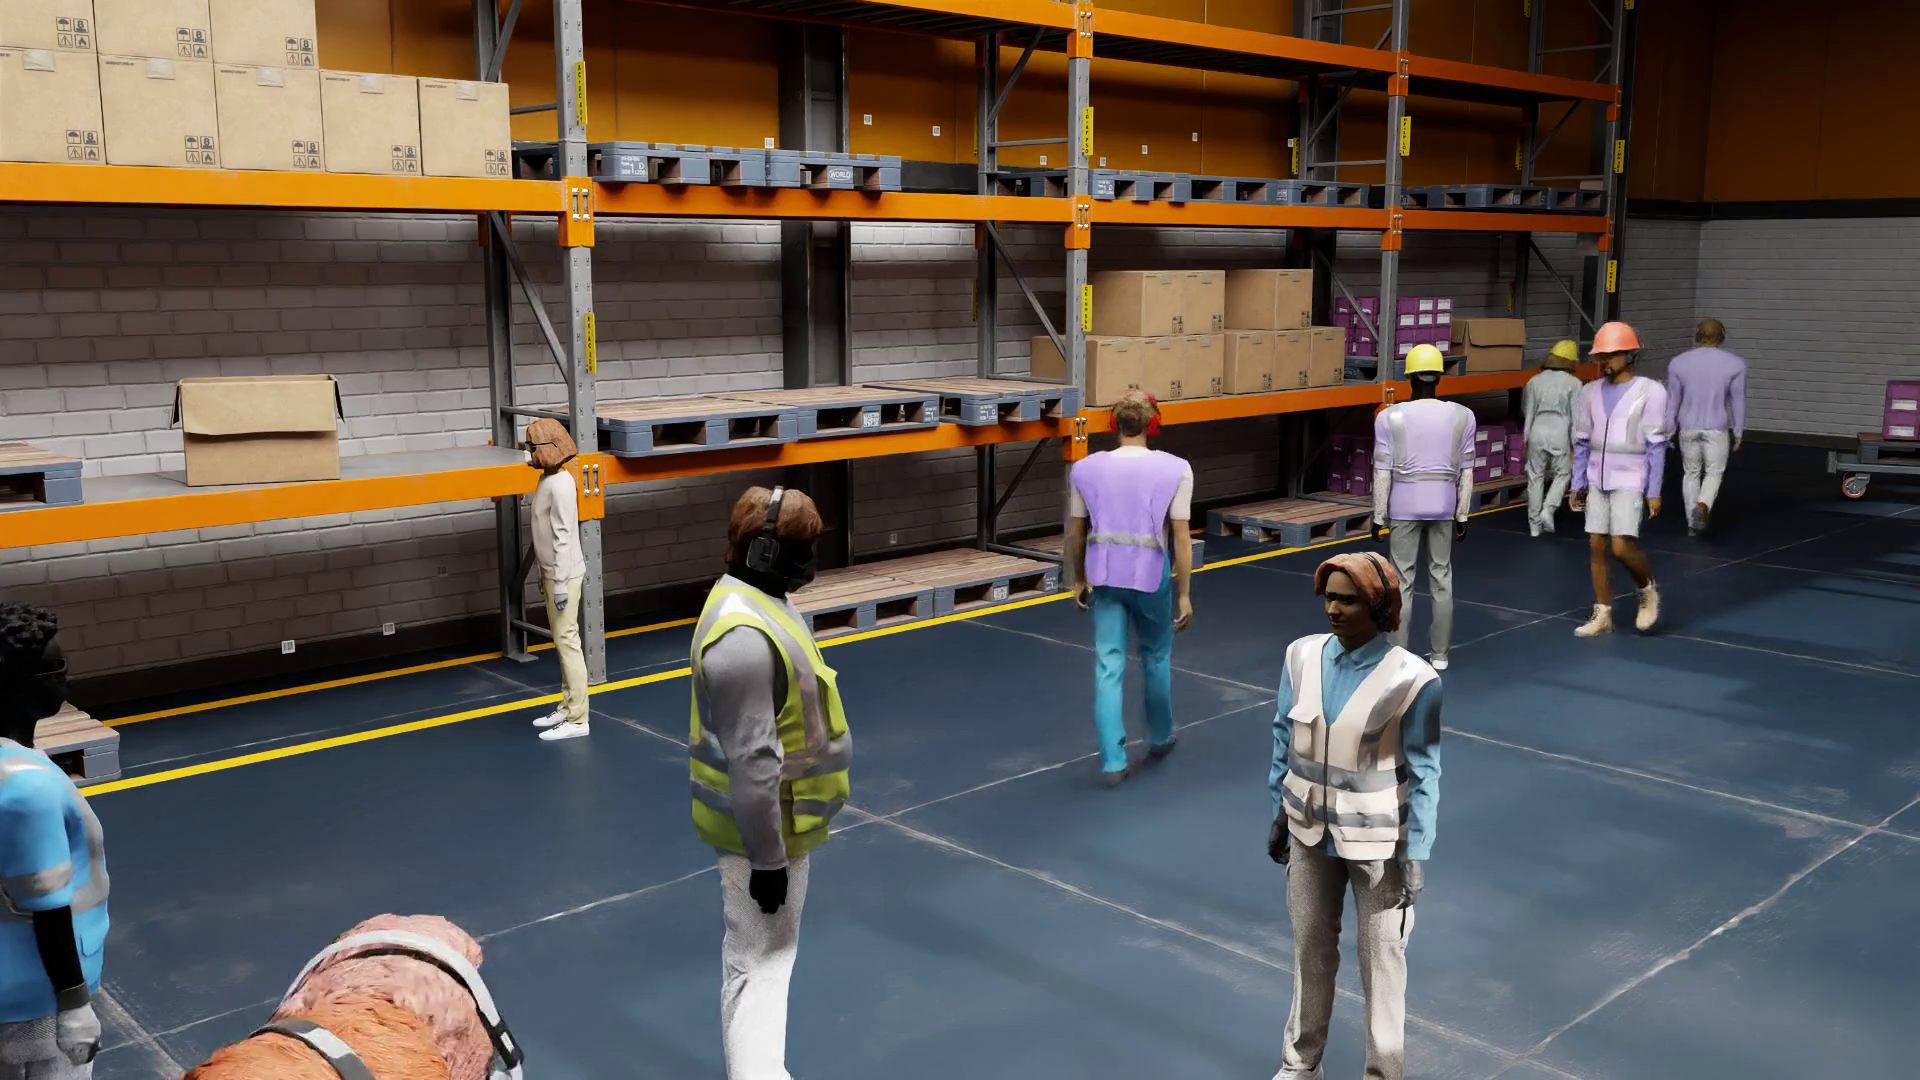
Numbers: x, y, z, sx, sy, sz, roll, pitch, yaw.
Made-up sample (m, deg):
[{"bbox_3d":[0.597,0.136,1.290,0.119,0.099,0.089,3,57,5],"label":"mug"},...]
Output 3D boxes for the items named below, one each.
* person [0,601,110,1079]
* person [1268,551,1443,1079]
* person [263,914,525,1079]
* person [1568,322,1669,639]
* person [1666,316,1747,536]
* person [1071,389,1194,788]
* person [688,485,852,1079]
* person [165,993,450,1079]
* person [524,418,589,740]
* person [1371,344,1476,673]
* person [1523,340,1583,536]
[{"bbox_3d":[-2.029,0.973,3.647,0.529,1.697,0.321,9,13,44],"label":"person"},{"bbox_3d":[1.079,0.836,4.614,0.309,1.641,0.513,-10,14,-44],"label":"person"},{"bbox_3d":[-0.543,1.256,1.570,0.653,1.842,1.042,-3,10,-15],"label":"person"},{"bbox_3d":[4.170,-0.364,10.527,0.539,2.023,0.630,-6,11,-30],"label":"person"},{"bbox_3d":[6.360,-0.950,14.251,0.639,1.919,0.685,6,11,31],"label":"person"},{"bbox_3d":[0.831,0.198,7.834,0.600,1.807,0.881,3,10,17],"label":"person"},{"bbox_3d":[-0.502,0.766,4.459,0.429,1.839,0.622,-1,10,-6],"label":"person"},{"bbox_3d":[-0.539,1.279,1.427,0.595,1.850,0.848,7,12,35],"label":"person"},{"bbox_3d":[-2.040,0.194,8.421,0.277,1.629,0.497,-4,10,-20],"label":"person"},{"bbox_3d":[2.684,-0.175,9.699,0.587,1.927,0.365,0,10,-1],"label":"person"},{"bbox_3d":[5.089,-0.868,14.347,0.506,1.712,0.436,7,12,34],"label":"person"}]
